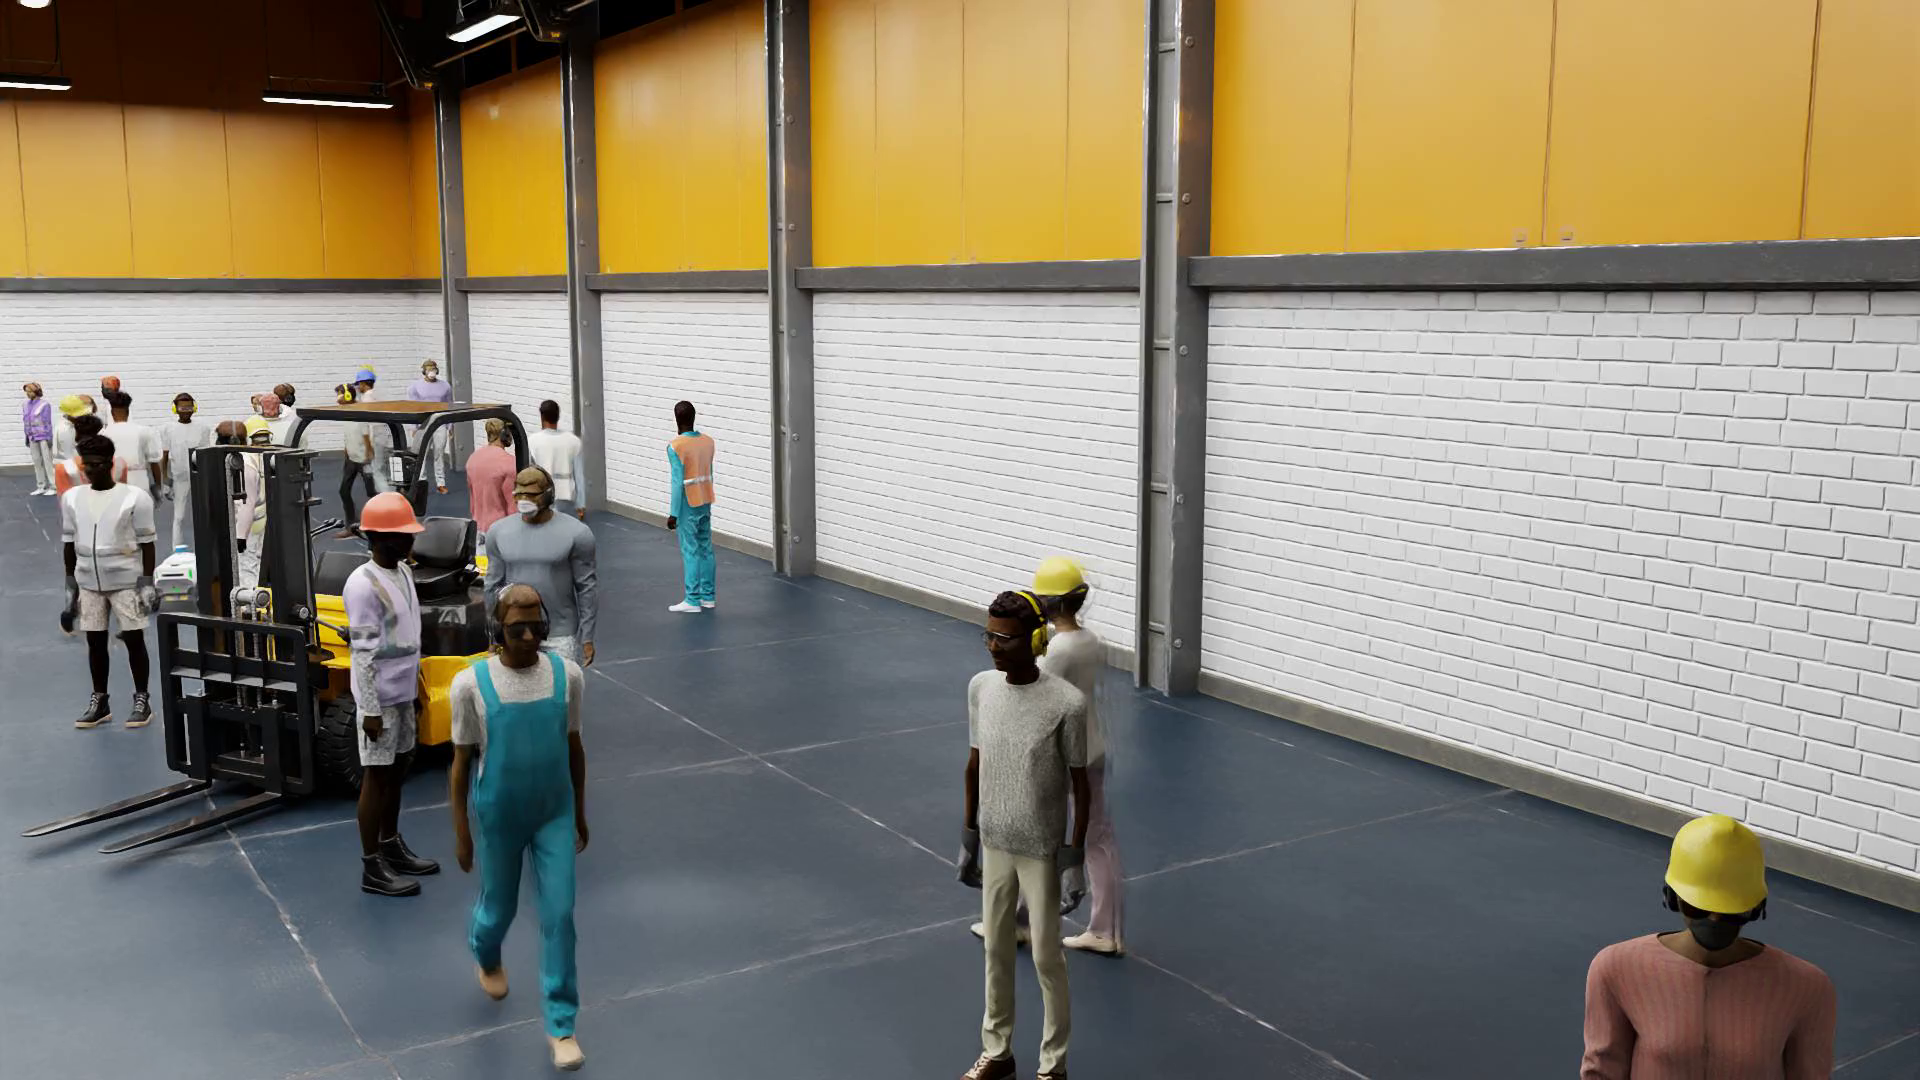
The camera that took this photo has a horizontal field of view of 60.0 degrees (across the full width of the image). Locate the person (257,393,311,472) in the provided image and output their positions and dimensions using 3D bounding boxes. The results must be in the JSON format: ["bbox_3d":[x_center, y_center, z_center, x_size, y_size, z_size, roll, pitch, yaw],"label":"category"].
[{"bbox_3d":[-6.745,-0.497,16.428,0.636,1.903,0.405,-4,10,-27],"label":"person"}]

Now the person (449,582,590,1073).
[{"bbox_3d":[-1.696,1.040,6.379,0.519,1.822,0.820,-5,10,-28],"label":"person"}]

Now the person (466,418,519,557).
[{"bbox_3d":[-3.703,-0.050,13.338,0.625,1.931,0.379,7,11,38],"label":"person"}]

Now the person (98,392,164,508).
[{"bbox_3d":[-8.251,-0.498,16.455,0.667,1.905,0.941,-5,10,-30],"label":"person"}]

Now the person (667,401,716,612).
[{"bbox_3d":[-2.424,-0.301,15.052,0.399,1.916,0.590,4,10,28],"label":"person"}]

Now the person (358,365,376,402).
[{"bbox_3d":[-9.838,-2.067,27.694,0.344,1.708,0.671,-1,8,-5],"label":"person"}]

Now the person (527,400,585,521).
[{"bbox_3d":[-3.875,-0.381,15.700,0.599,1.882,0.876,-8,11,-42],"label":"person"}]

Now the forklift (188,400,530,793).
[{"bbox_3d":[-3.529,0.258,10.348,1.214,2.155,2.313,4,9,25],"label":"forklift"}]

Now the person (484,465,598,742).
[{"bbox_3d":[-2.347,0.537,9.328,0.635,1.936,0.353,0,8,3],"label":"person"}]

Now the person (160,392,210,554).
[{"bbox_3d":[-8.048,-0.614,17.360,0.516,1.861,0.319,-6,10,-35],"label":"person"}]

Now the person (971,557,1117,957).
[{"bbox_3d":[0.375,0.938,7.262,0.757,1.736,0.556,5,10,31],"label":"person"}]

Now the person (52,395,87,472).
[{"bbox_3d":[-9.675,-0.696,18.188,0.406,1.783,0.637,-6,10,-34],"label":"person"}]

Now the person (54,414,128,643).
[{"bbox_3d":[-7.171,-0.094,13.766,1.060,1.884,0.600,8,11,42],"label":"person"}]

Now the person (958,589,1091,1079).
[{"bbox_3d":[0.215,1.089,5.838,0.523,1.870,0.317,6,10,35],"label":"person"}]

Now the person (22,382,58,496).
[{"bbox_3d":[-13.092,-1.433,23.658,0.512,1.629,0.322,4,9,23],"label":"person"}]

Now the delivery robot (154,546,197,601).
[{"bbox_3d":[-7.146,0.296,15.275,0.477,0.478,0.707,-2,9,-13],"label":"delivery robot"}]

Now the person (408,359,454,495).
[{"bbox_3d":[-7.562,-1.613,23.820,0.627,1.940,0.373,-6,10,-34],"label":"person"}]

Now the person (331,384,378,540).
[{"bbox_3d":[-7.026,-0.899,19.365,0.557,1.835,0.575,6,11,37],"label":"person"}]

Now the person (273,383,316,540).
[{"bbox_3d":[-7.799,-0.902,19.345,0.630,1.846,0.429,7,11,39],"label":"person"}]

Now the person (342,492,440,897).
[{"bbox_3d":[-2.731,0.730,8.030,0.379,1.937,0.548,1,8,4],"label":"person"}]

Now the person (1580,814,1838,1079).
[{"bbox_3d":[1.658,1.457,3.742,0.519,1.755,0.355,3,9,19],"label":"person"}]

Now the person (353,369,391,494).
[{"bbox_3d":[-7.581,-1.261,21.591,0.570,1.907,0.661,-1,8,-5],"label":"person"}]

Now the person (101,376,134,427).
[{"bbox_3d":[-10.324,-1.075,20.462,0.379,1.868,0.583,-2,9,-12],"label":"person"}]

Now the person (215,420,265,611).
[{"bbox_3d":[-5.988,-0.075,13.780,0.429,1.845,0.624,-5,10,-30],"label":"person"}]

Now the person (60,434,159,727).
[{"bbox_3d":[-5.632,0.271,11.032,0.640,1.961,0.364,0,8,-2],"label":"person"}]
